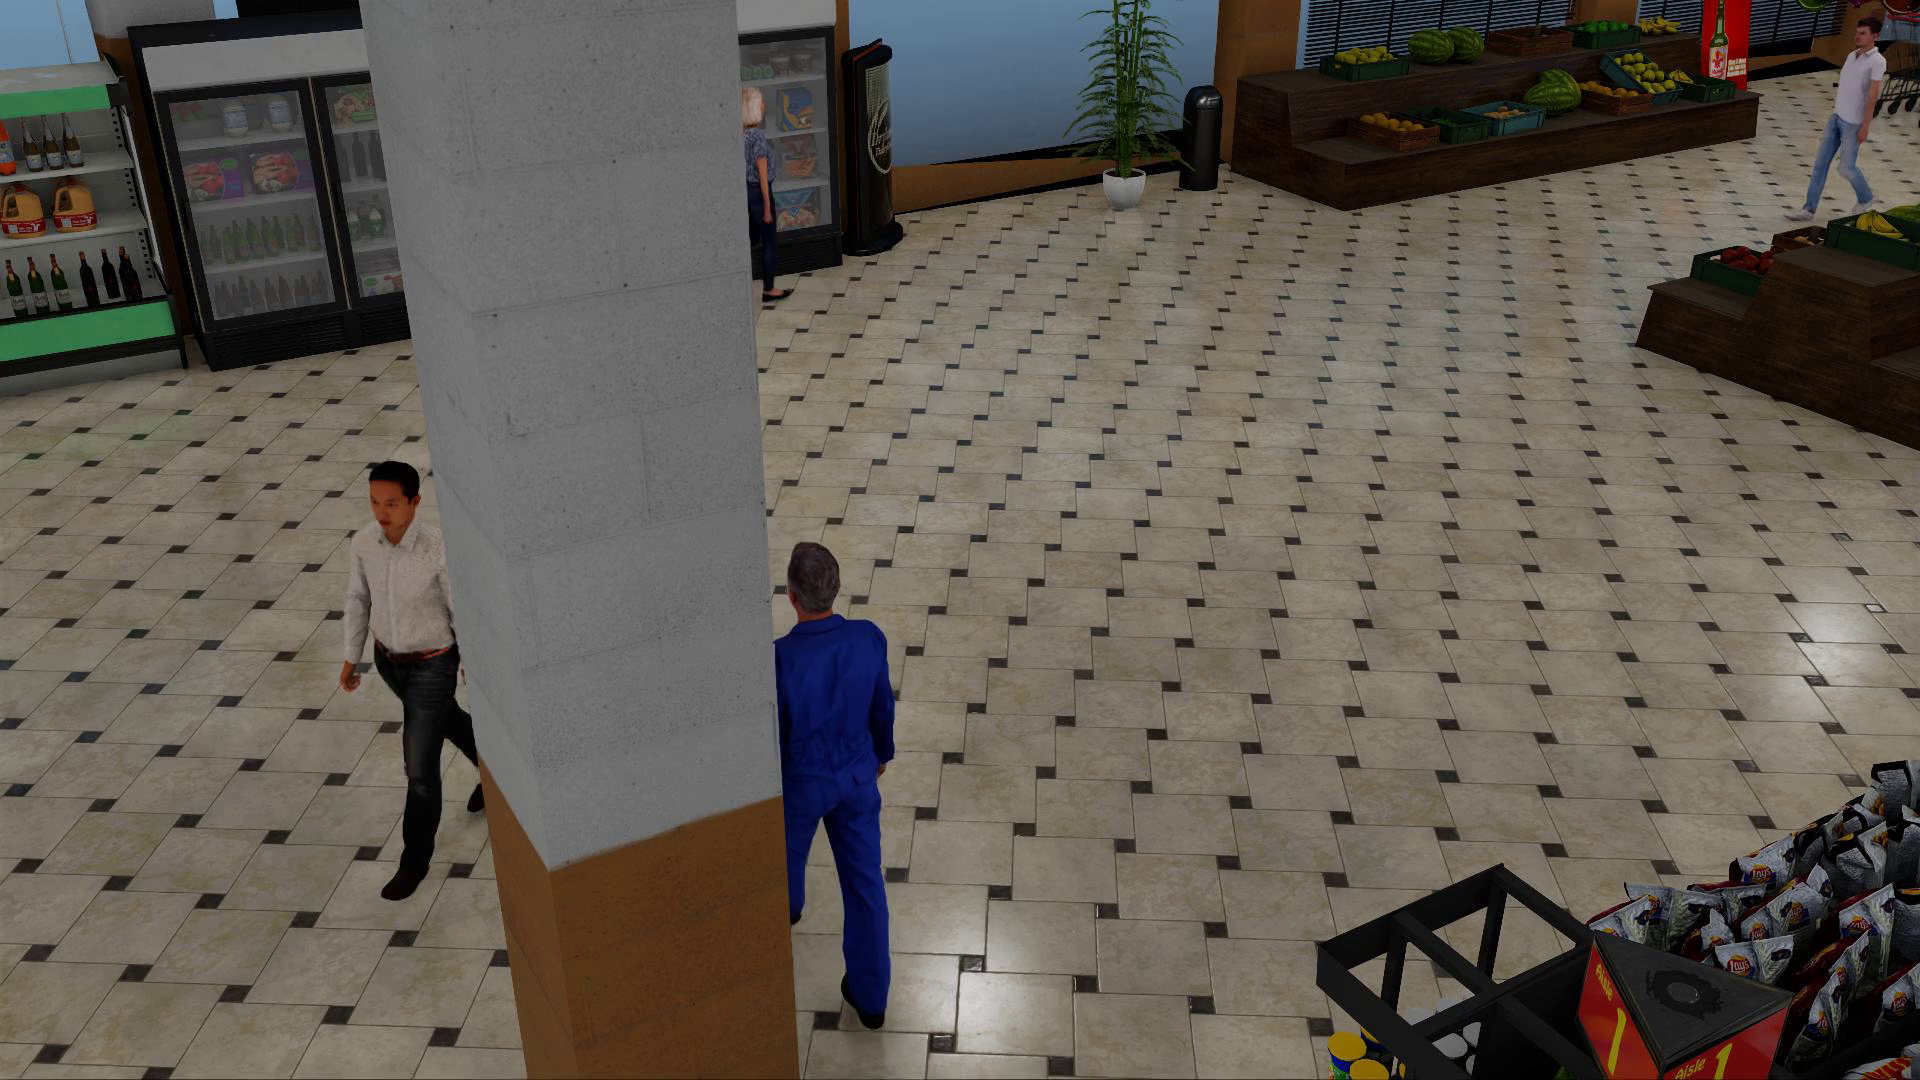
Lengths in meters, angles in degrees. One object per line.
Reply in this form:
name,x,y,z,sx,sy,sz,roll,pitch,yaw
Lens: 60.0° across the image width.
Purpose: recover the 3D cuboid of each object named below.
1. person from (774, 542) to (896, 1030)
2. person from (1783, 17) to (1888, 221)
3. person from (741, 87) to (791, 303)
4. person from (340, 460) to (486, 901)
person,-0.442,0.918,5.888,1.146,1.782,0.892,-11,29,-21
person,8.151,-3.792,15.115,1.123,1.838,0.912,-4,27,-7
person,-1.680,-2.672,13.049,0.901,1.707,0.658,-20,33,-34
person,-2.147,0.471,6.785,1.117,1.767,1.255,10,29,19
